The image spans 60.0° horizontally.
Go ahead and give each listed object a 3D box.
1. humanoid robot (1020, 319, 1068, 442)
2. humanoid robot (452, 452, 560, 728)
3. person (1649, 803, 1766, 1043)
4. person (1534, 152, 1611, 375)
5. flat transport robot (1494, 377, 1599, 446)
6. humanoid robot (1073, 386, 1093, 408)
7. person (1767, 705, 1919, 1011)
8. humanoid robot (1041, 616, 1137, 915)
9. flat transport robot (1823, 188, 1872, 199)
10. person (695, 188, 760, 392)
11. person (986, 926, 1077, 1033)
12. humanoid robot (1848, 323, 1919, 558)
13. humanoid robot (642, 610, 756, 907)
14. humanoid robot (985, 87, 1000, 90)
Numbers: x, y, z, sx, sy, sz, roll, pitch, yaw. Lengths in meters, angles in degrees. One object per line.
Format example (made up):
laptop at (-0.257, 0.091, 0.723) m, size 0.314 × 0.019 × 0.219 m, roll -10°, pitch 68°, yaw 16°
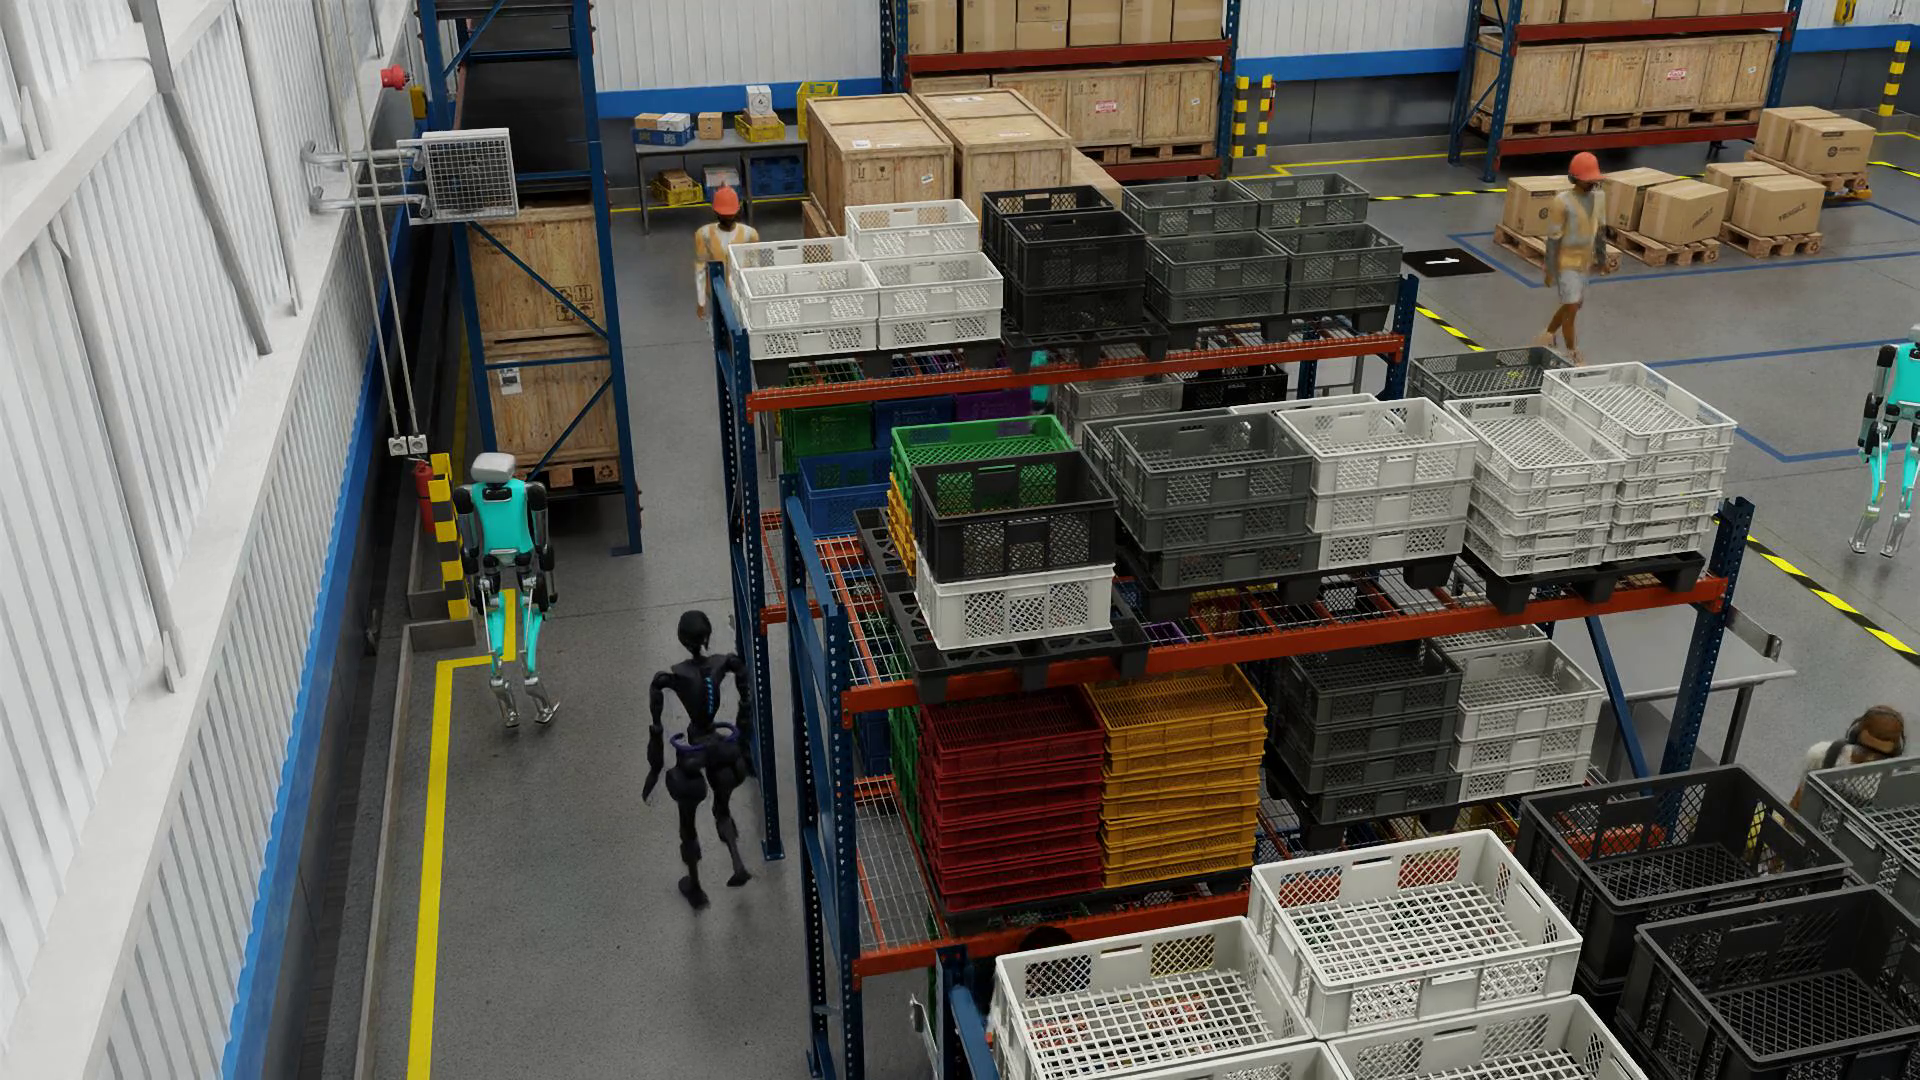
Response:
humanoid robot at (0.280, -0.709, 11.850) m, size 0.933 × 1.796 × 0.560 m, roll -10°, pitch 29°, yaw -18°
humanoid robot at (-2.621, 0.373, 9.620) m, size 0.533 × 1.677 × 0.735 m, roll -2°, pitch 28°, yaw -4°
person at (3.142, 1.839, 7.034) m, size 0.505 × 1.686 × 0.760 m, roll -14°, pitch 31°, yaw -24°
person at (5.540, -2.493, 14.954) m, size 0.703 × 2.018 × 0.667 m, roll -15°, pitch 31°, yaw -27°
flat transport robot at (4.780, -1.036, 14.013) m, size 0.659 × 0.231 × 1.431 m, roll -6°, pitch 28°, yaw -12°
humanoid robot at (0.728, -0.248, 11.003) m, size 0.612 × 1.642 × 0.325 m, roll 21°, pitch 34°, yaw 34°
person at (3.980, 1.502, 7.546) m, size 0.448 × 1.826 × 0.551 m, roll -25°, pitch 37°, yaw -38°
humanoid robot at (0.540, 1.192, 8.247) m, size 0.699 × 1.818 × 0.568 m, roll -12°, pitch 30°, yaw -22°
flat transport robot at (10.227, -4.291, 20.158) m, size 1.431 × 0.197 × 0.652 m, roll -6°, pitch 28°, yaw -12°
person at (-1.983, -2.105, 14.316) m, size 0.548 × 1.885 × 1.009 m, roll -1°, pitch 28°, yaw -2°
person at (0.174, 2.221, 6.119) m, size 0.846 × 1.874 × 0.634 m, roll -2°, pitch 28°, yaw -3°
humanoid robot at (6.519, -0.633, 11.534) m, size 0.533 × 1.672 × 0.735 m, roll 13°, pitch 30°, yaw 23°
humanoid robot at (-1.292, 1.139, 8.374) m, size 0.607 × 1.643 × 0.440 m, roll -15°, pitch 31°, yaw -26°
humanoid robot at (0.112, -4.016, 18.173) m, size 1.069 × 1.778 × 0.544 m, roll -6°, pitch 28°, yaw -11°
